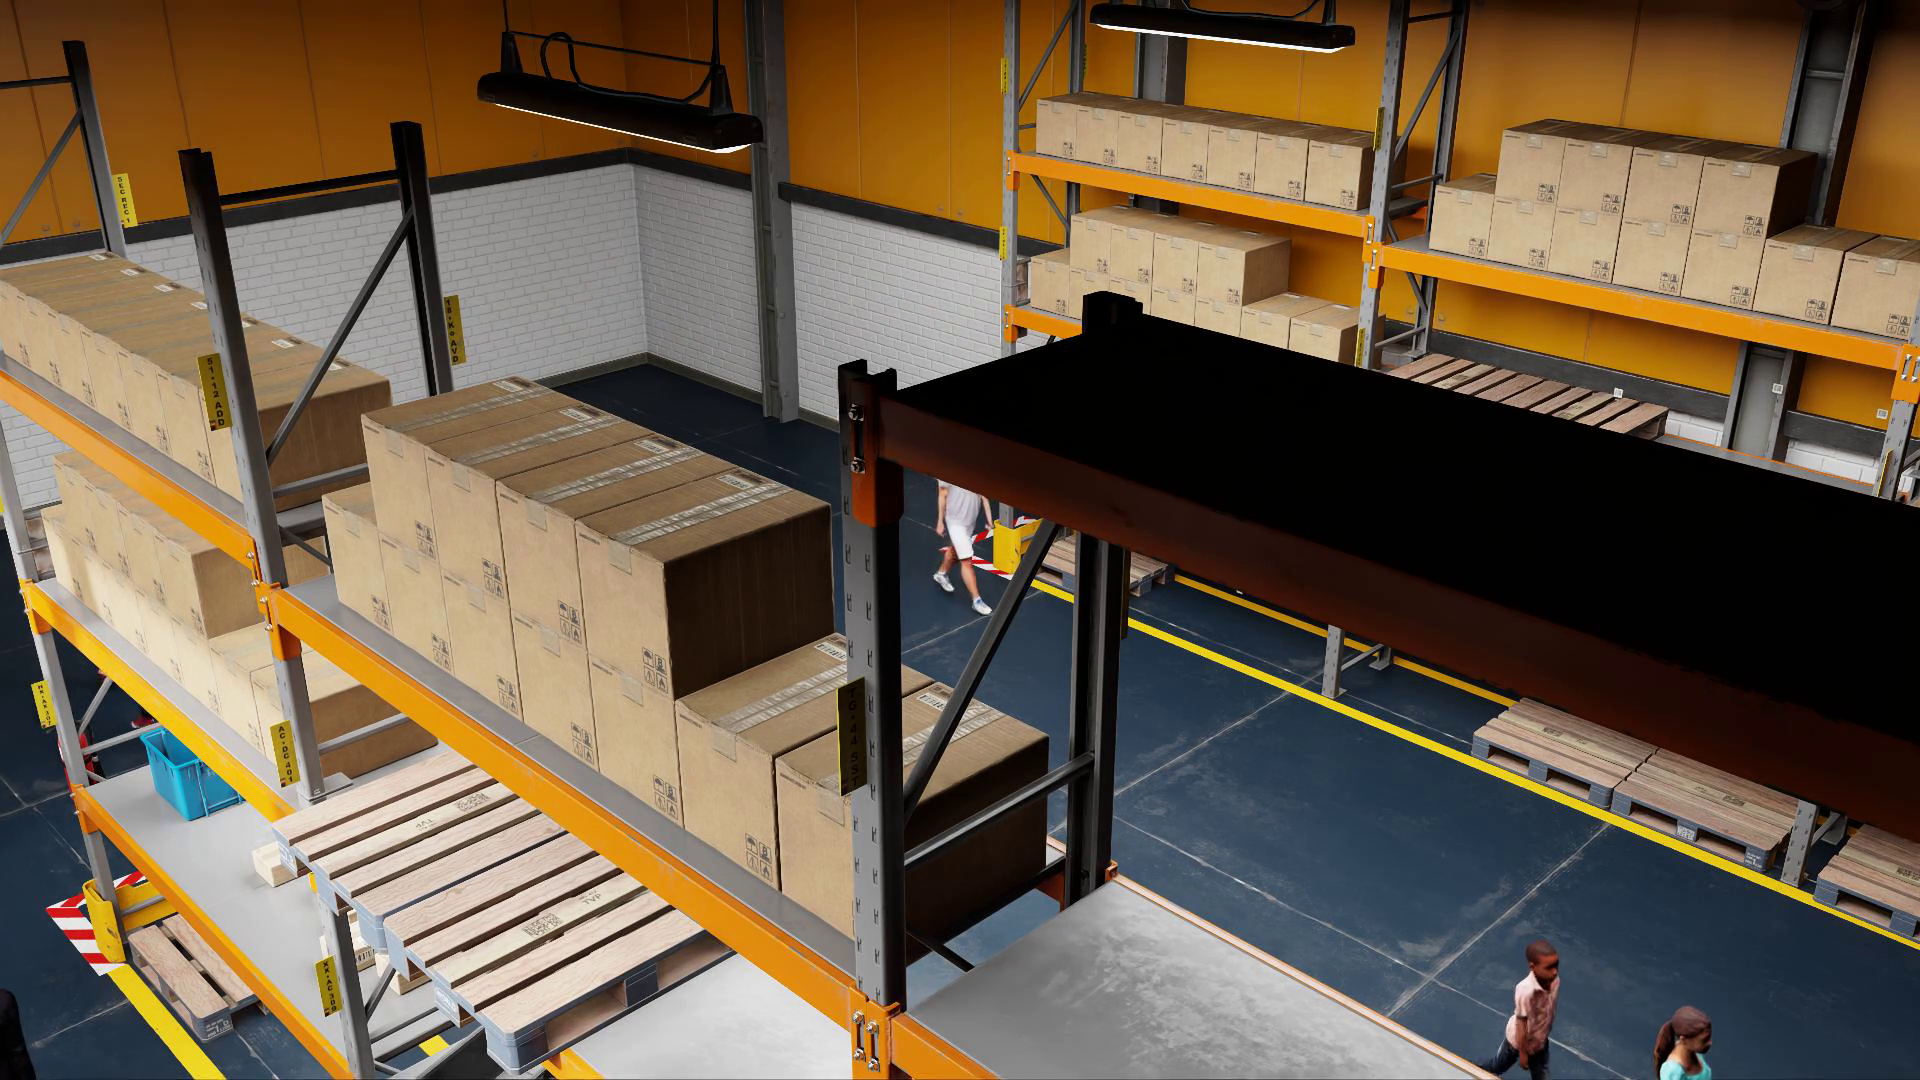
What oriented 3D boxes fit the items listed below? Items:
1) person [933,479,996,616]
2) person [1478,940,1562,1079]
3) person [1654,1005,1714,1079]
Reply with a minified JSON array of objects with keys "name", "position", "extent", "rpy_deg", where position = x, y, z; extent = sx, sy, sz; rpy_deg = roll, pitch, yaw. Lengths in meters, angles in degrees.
[{"name":"person","position":[-0.039,-0.234,16.324],"extent":[0.775,1.812,1.234],"rpy_deg":[-18,30,-36]},{"name":"person","position":[3.299,2.890,9.830],"extent":[0.689,1.289,0.973],"rpy_deg":[-11,26,-24]},{"name":"person","position":[3.771,3.130,8.982],"extent":[1.088,1.529,0.691],"rpy_deg":[15,28,30]}]
